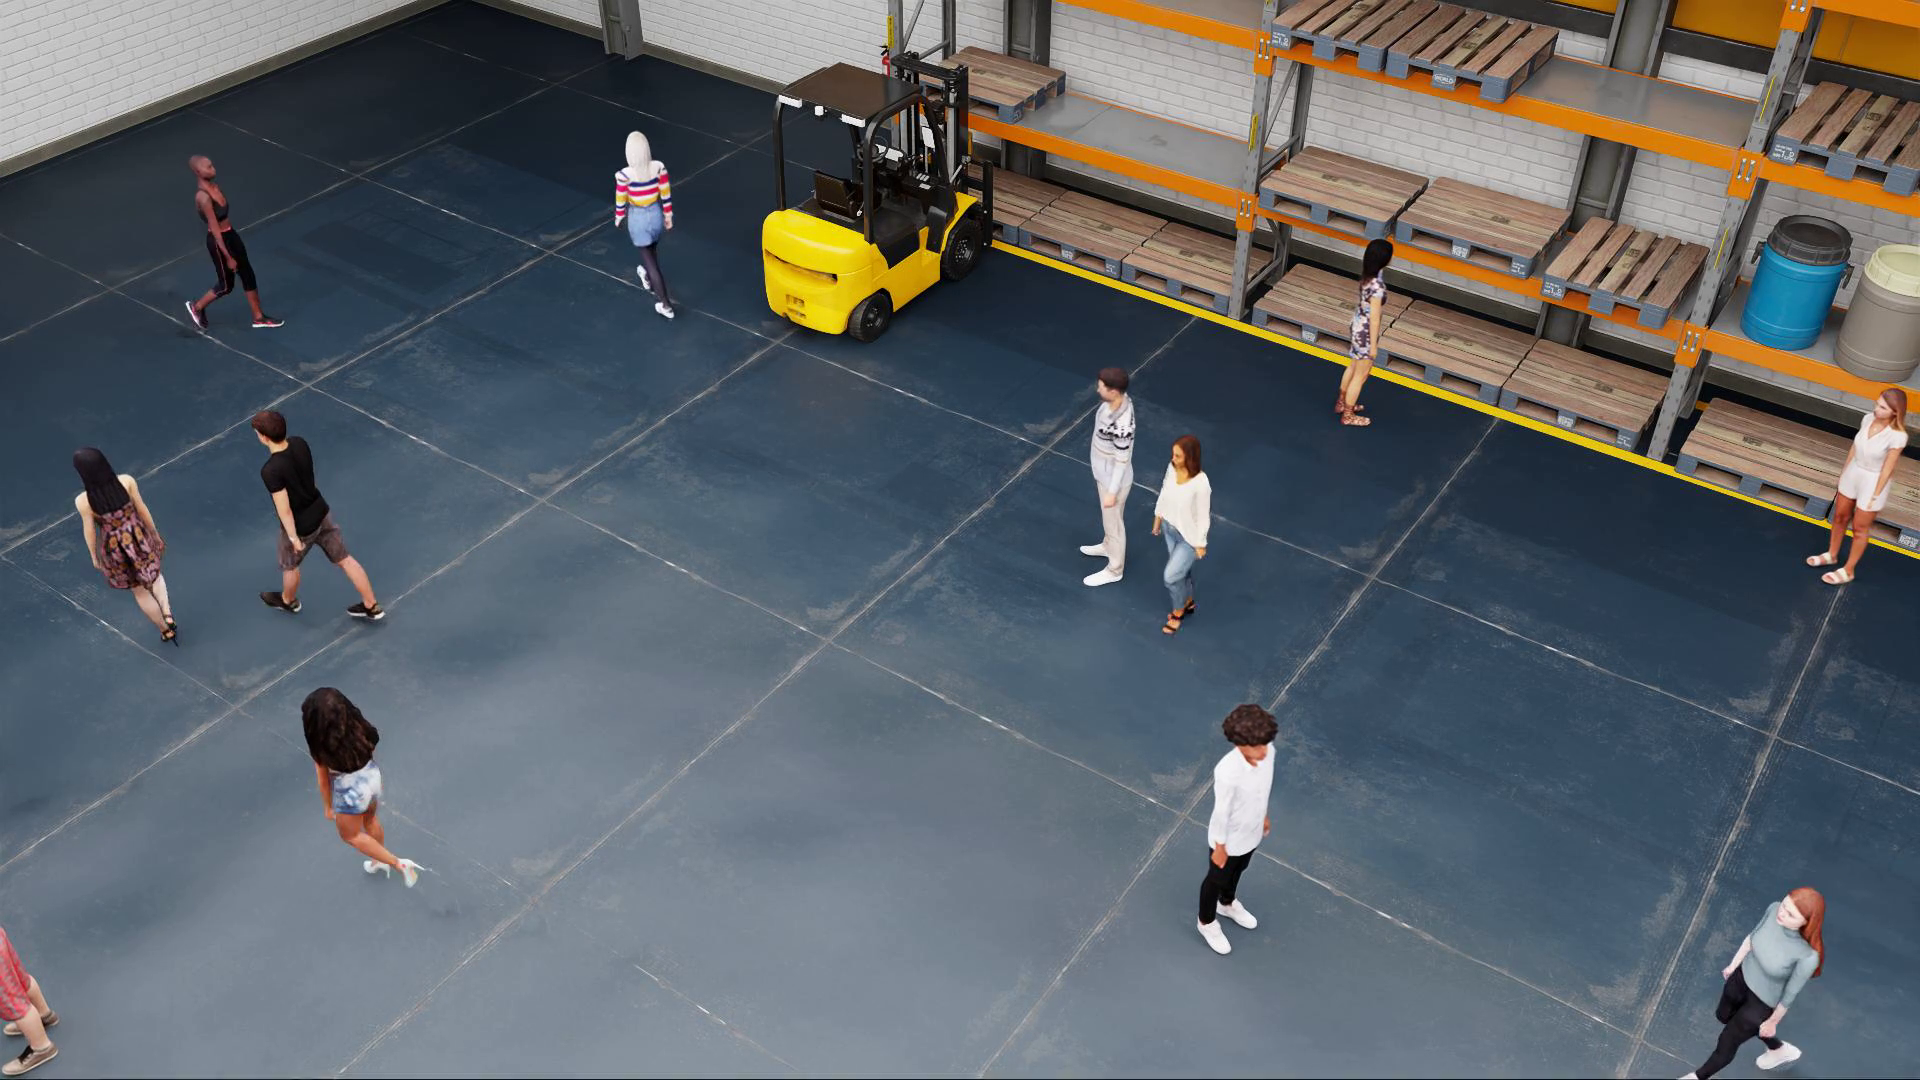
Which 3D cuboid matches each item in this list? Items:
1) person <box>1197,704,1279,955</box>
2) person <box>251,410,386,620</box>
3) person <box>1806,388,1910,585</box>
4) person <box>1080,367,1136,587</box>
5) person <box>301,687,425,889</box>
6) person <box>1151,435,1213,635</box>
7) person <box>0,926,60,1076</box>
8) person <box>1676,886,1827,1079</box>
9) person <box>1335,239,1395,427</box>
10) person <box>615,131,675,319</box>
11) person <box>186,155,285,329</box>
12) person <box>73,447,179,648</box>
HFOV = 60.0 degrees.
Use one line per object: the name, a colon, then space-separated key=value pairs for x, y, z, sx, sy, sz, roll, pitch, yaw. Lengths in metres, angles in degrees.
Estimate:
person: x=1.619 y=1.664 z=9.731 sx=0.674 sy=1.810 sz=0.636 roll=-31 pitch=48 yaw=-33
person: x=-4.624 y=-0.126 z=11.970 sx=1.299 sy=1.811 sz=0.917 roll=11 pitch=40 yaw=13
person: x=6.787 y=-0.419 z=12.434 sx=0.753 sy=1.691 sz=0.680 roll=-11 pitch=40 yaw=-13
person: x=1.147 y=-0.504 z=12.405 sx=0.783 sy=1.860 sz=0.768 roll=0 pitch=39 yaw=0
person: x=-3.589 y=1.552 z=10.033 sx=0.838 sy=1.607 sz=0.677 roll=14 pitch=41 yaw=17
person: x=1.690 y=-0.077 z=12.024 sx=0.804 sy=1.668 sz=0.707 roll=-20 pitch=43 yaw=-23
person: x=-5.339 y=2.264 z=9.110 sx=0.718 sy=1.646 sz=0.612 roll=-16 pitch=41 yaw=-19
person: x=4.310 y=2.413 z=8.857 sx=1.039 sy=1.730 sz=0.933 roll=-3 pitch=39 yaw=-3
person: x=3.424 y=-1.750 z=14.066 sx=0.676 sy=1.734 sz=0.657 roll=2 pitch=39 yaw=3
person: x=-2.884 y=-2.891 z=15.475 sx=0.913 sy=1.759 sz=1.178 roll=-23 pitch=44 yaw=-26
person: x=-6.828 y=-2.676 z=15.222 sx=1.110 sy=1.739 sz=0.995 roll=-3 pitch=39 yaw=-4
person: x=-5.818 y=0.102 z=11.722 sx=0.736 sy=1.765 sz=0.692 roll=31 pitch=48 yaw=32
